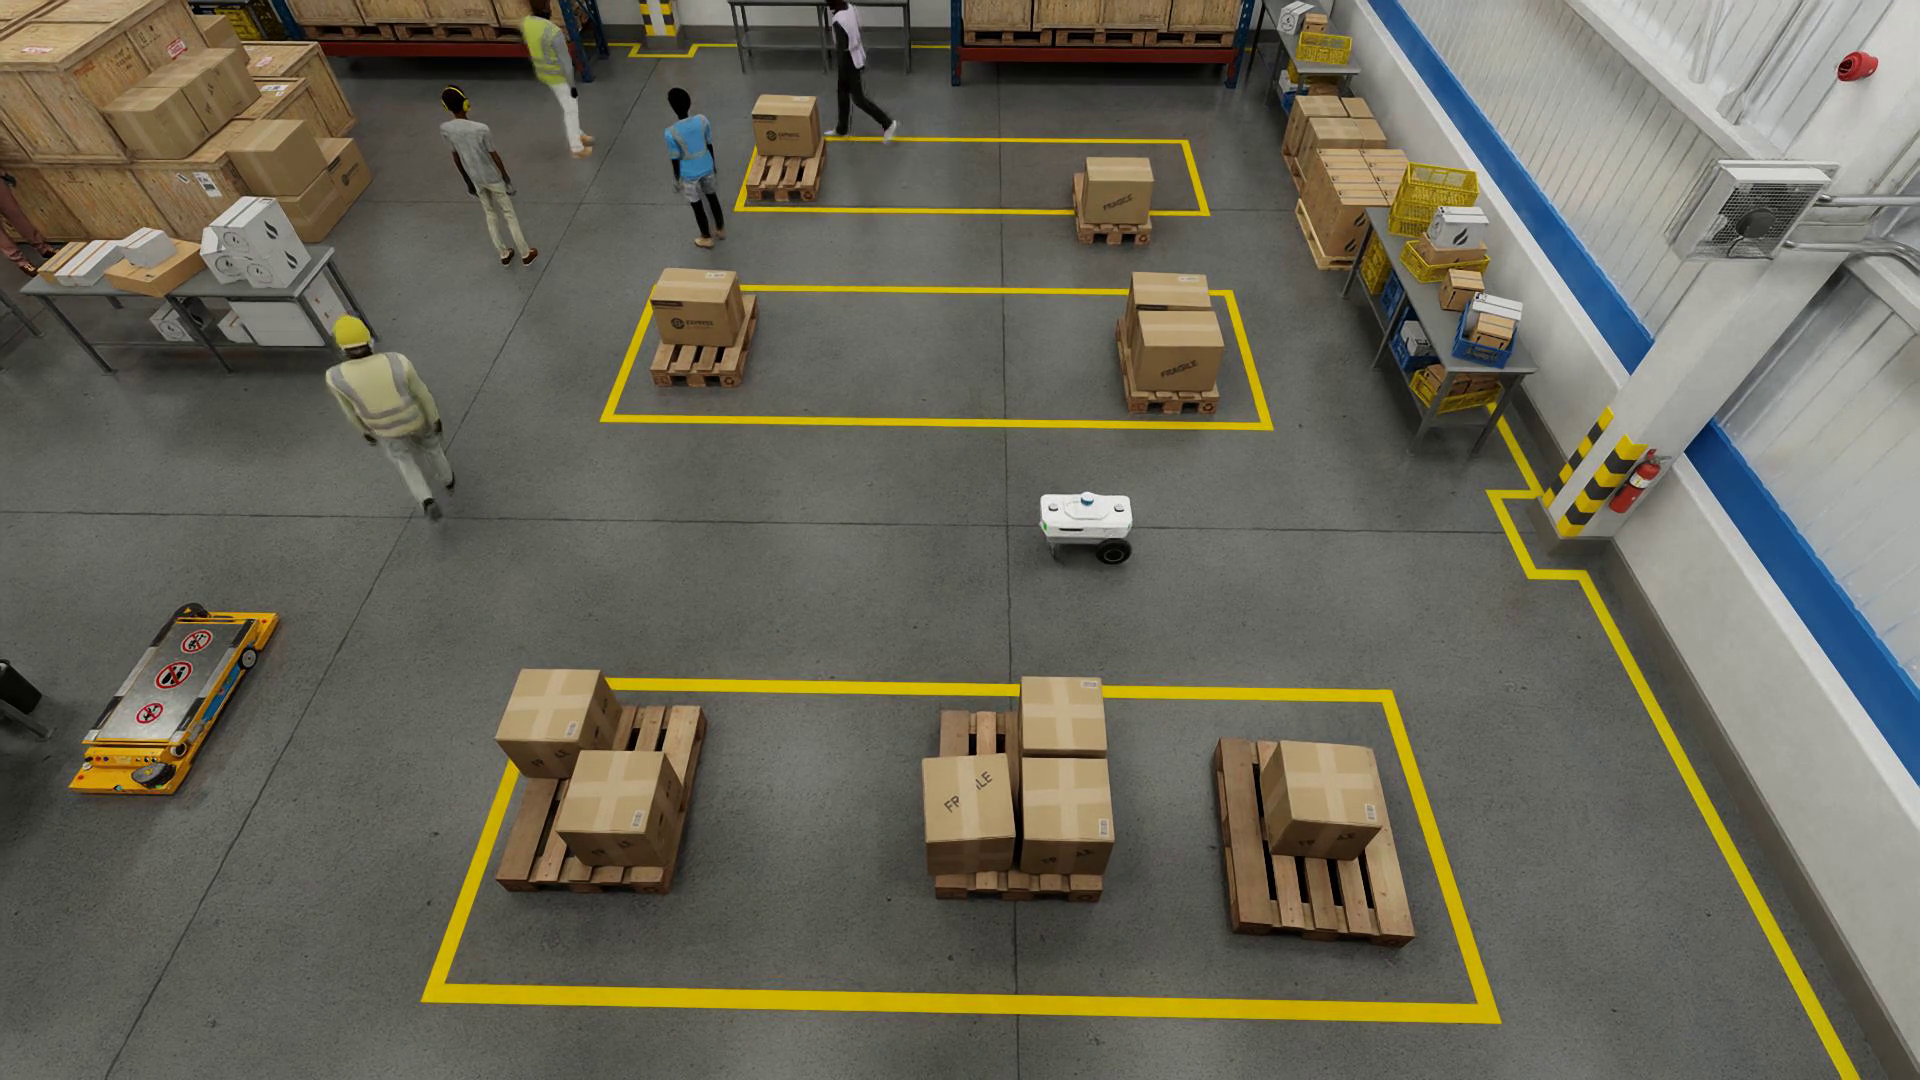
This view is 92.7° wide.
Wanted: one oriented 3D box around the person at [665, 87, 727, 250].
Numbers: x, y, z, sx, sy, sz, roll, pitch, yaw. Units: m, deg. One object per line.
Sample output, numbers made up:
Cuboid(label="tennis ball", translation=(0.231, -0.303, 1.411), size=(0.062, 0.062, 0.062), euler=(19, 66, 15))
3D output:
Cuboid(label="person", translation=(-2.808, -3.931, 9.748), size=(0.317, 1.696, 0.537), euler=(36, 58, 26))

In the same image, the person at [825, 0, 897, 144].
Cuboid(label="person", translation=(-1.285, -5.838, 11.248), size=(0.890, 1.880, 0.610), euler=(4, 50, 3))

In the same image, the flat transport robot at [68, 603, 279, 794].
Cuboid(label="flat transport robot", translation=(-5.504, 1.072, 6.442), size=(0.652, 0.197, 1.431), euler=(1, 50, 1))

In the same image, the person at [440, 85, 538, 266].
Cuboid(label="person", translation=(-4.876, -3.715, 9.463), size=(0.504, 1.861, 0.328), euler=(4, 50, 3))

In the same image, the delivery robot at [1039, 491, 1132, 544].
Cuboid(label="delivery robot", translation=(0.987, -0.185, 7.261), size=(0.707, 0.478, 0.477), euler=(1, 50, 1))

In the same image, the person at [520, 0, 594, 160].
Cuboid(label="person", translation=(-4.890, -5.611, 11.111), size=(0.653, 1.798, 0.546), euler=(27, 55, 21))

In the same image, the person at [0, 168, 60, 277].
Cuboid(label="person", translation=(-10.065, -3.655, 9.381), size=(0.407, 1.904, 0.639), euler=(9, 50, 7))

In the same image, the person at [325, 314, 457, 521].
Cuboid(label="person", translation=(-4.358, -0.917, 7.124), size=(0.597, 1.811, 0.669), euler=(-24, 54, -19))
